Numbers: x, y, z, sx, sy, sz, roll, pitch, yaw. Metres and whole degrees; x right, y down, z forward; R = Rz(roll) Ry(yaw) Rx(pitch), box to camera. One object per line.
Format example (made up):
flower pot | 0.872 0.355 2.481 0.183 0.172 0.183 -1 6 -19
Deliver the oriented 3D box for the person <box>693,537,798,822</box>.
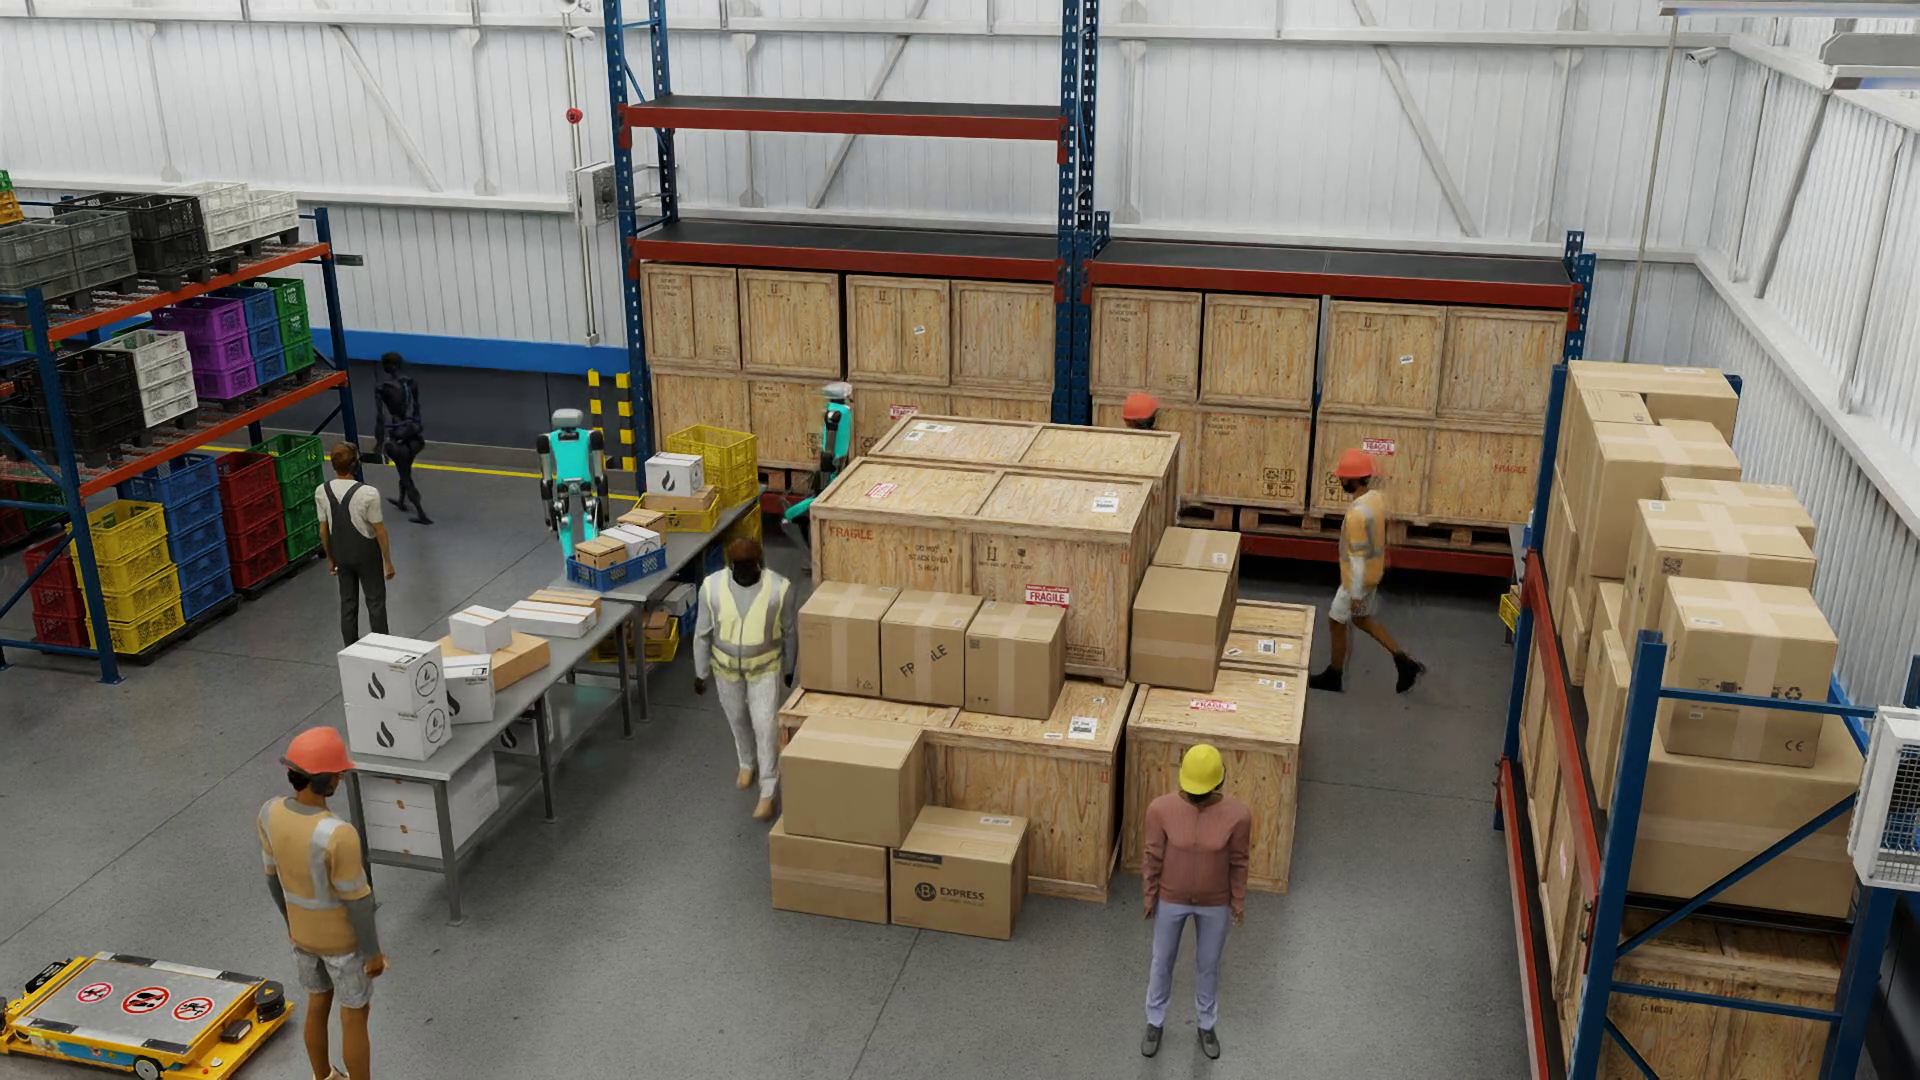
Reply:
person | -1.374 0.849 10.667 0.641 1.807 0.754 2 21 4

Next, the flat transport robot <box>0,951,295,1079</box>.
flat transport robot | -4.270 2.464 8.601 1.431 0.231 0.659 5 22 13

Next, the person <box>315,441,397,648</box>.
person | -4.493 0.149 12.446 0.510 1.844 0.336 3 21 7

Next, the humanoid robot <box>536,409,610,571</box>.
humanoid robot | -3.080 -0.139 13.331 0.544 1.738 0.967 -4 21 -9

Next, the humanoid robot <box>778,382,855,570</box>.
humanoid robot | -1.272 -0.470 14.309 0.766 1.836 0.541 4 21 11

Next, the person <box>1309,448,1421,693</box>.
person | 2.974 0.263 12.073 0.762 1.905 0.575 11 24 27

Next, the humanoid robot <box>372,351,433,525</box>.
humanoid robot | -5.318 -0.970 15.641 0.696 1.637 0.599 9 23 23

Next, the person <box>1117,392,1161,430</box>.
person | 1.428 -0.162 13.026 0.503 2.016 0.688 9 23 23

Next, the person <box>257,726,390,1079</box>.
person | -2.938 1.818 7.825 0.609 2.030 0.403 12 24 28

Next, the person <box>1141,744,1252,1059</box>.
person | 1.164 1.794 8.266 0.524 1.759 0.335 2 21 6
